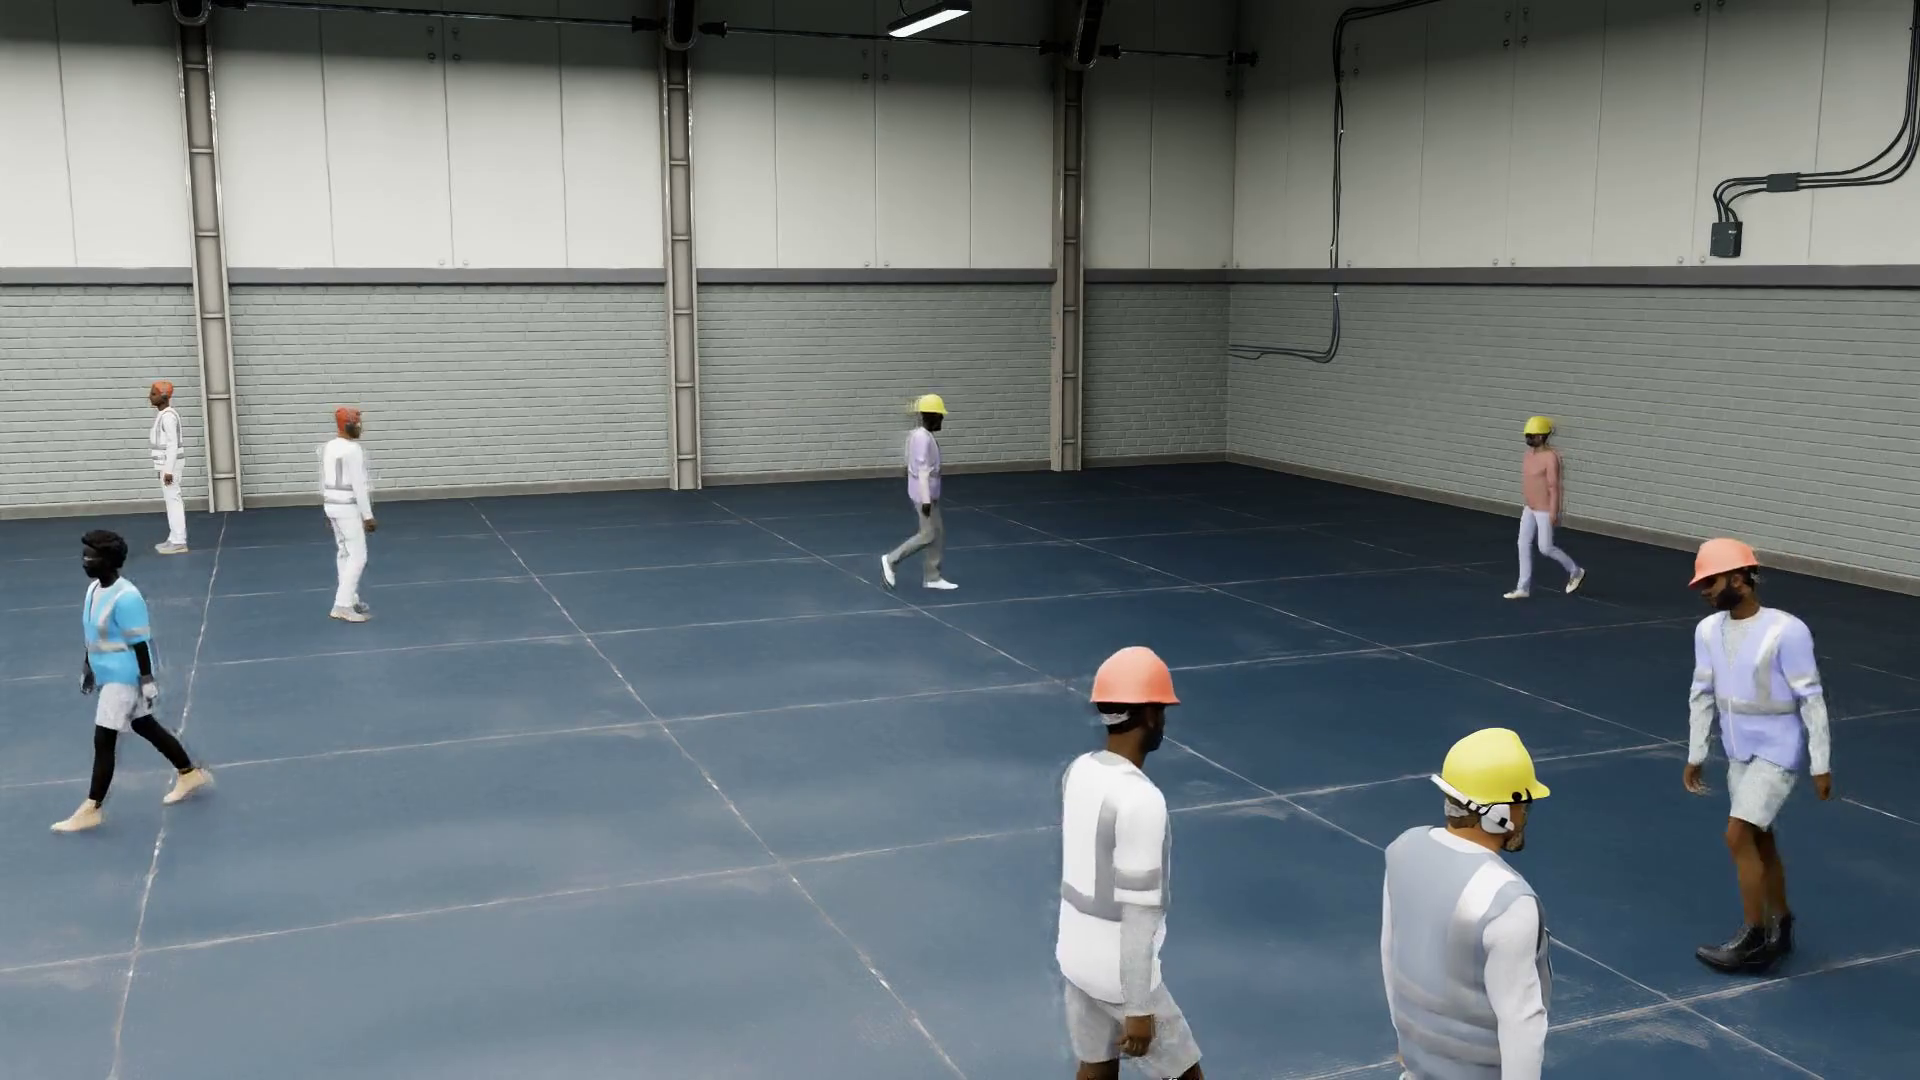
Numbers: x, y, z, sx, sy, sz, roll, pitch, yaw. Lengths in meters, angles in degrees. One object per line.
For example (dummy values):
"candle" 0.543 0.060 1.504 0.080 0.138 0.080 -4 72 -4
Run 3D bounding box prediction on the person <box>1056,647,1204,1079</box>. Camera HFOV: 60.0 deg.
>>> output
"person" 0.523 1.281 5.067 0.573 1.913 0.574 -3 10 -20

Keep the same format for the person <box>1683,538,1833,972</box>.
"person" 3.450 0.946 7.306 0.662 1.874 0.638 -2 9 -14

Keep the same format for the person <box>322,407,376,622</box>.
"person" -5.410 -0.224 14.637 0.465 1.875 0.755 -8 12 -40

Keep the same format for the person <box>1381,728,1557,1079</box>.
"person" 1.395 1.405 4.544 0.404 1.830 0.602 -3 10 -19

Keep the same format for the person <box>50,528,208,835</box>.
"person" -4.635 0.742 9.257 0.863 1.658 0.551 -9 13 -44

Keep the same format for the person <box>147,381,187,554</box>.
"person" -8.678 -0.793 18.196 0.364 1.880 0.595 -5 10 -30

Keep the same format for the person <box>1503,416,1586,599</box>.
"person" 5.494 -0.298 15.525 0.674 1.744 0.533 -2 9 -13

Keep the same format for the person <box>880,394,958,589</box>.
"person" -0.386 -0.452 15.975 0.664 1.907 0.604 1 9 6
